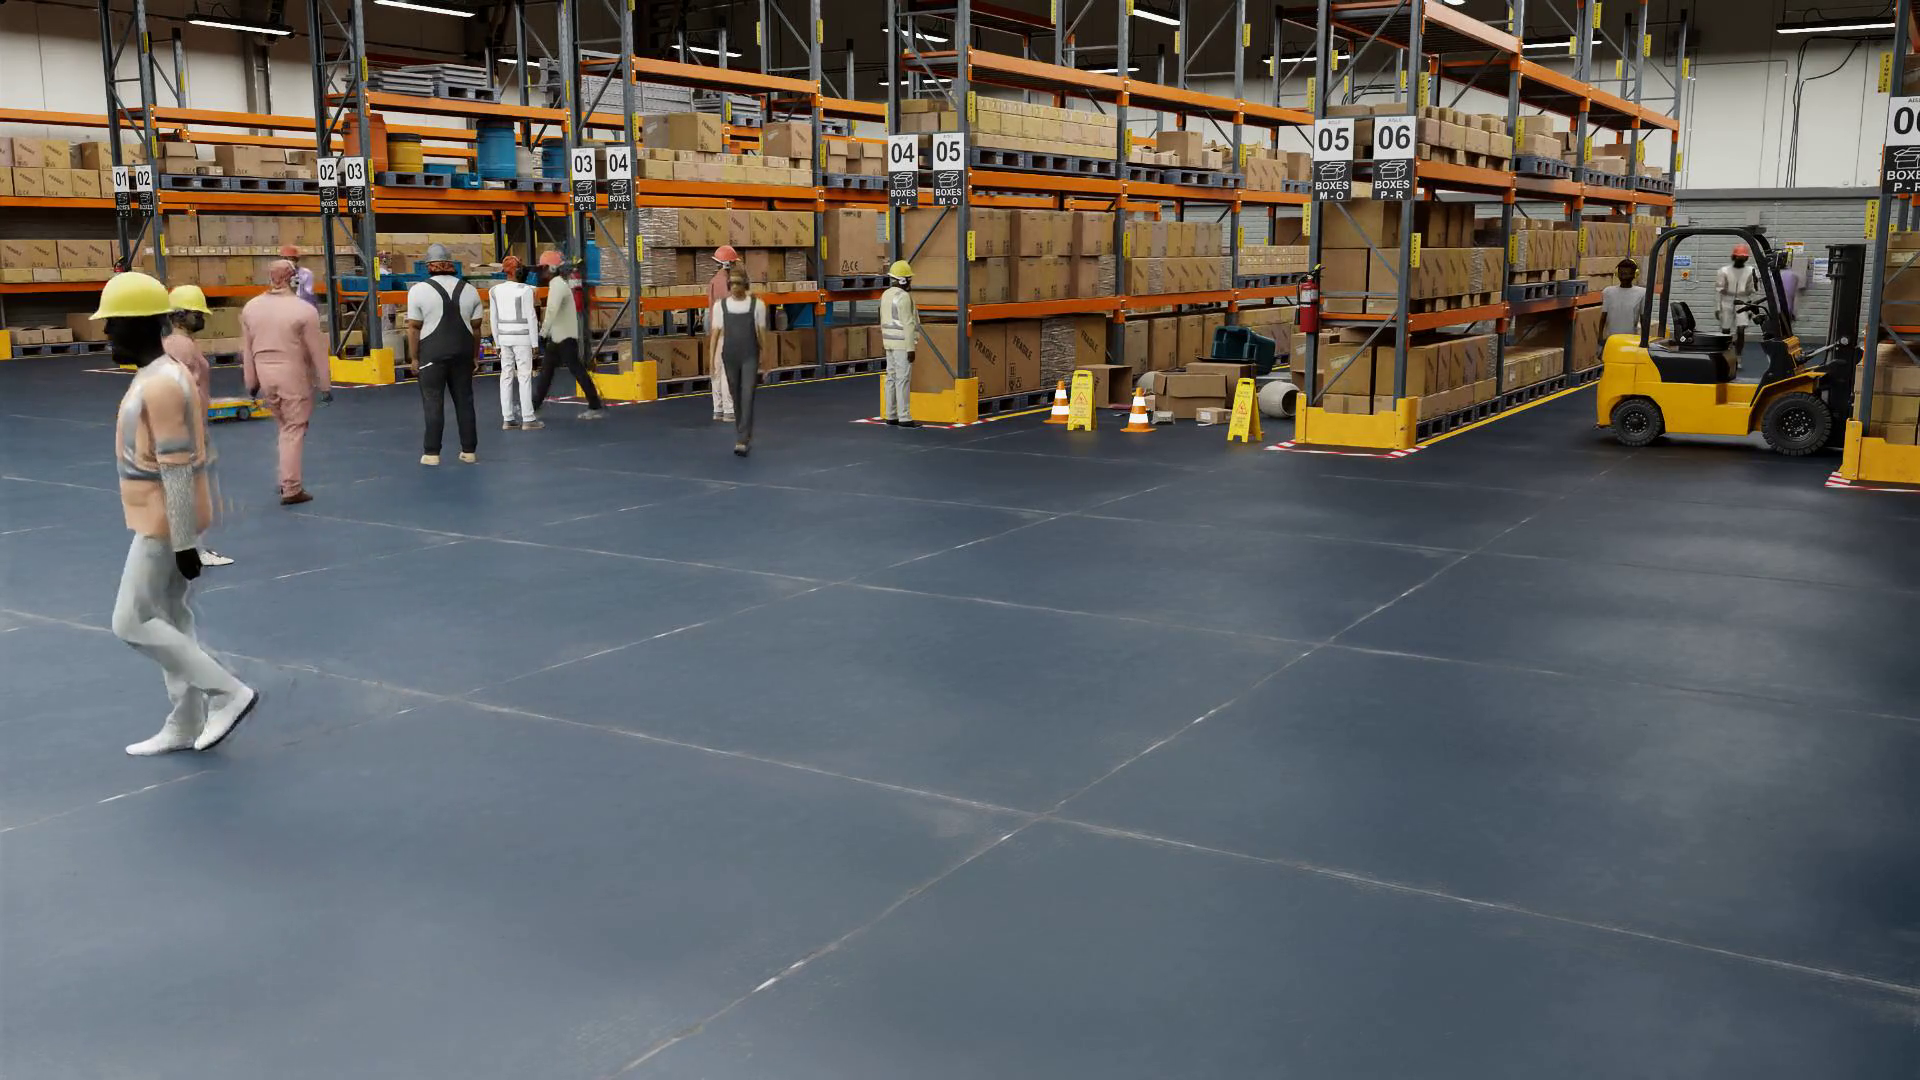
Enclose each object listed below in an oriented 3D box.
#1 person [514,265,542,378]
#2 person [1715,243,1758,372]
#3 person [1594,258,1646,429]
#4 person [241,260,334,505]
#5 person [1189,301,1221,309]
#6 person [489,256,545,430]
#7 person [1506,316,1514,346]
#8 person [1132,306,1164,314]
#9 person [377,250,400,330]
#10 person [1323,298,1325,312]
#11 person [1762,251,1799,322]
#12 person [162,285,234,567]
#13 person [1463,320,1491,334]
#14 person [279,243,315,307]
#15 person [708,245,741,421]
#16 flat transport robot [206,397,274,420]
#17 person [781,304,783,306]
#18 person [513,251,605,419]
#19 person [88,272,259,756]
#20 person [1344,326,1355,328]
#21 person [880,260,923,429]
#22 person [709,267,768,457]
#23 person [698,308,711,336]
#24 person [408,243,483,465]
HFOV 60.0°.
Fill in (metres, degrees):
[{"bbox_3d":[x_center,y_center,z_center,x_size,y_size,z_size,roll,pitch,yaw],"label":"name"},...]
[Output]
[{"bbox_3d":[-6.544,-3.268,24.955,0.541,1.695,0.315,-1,10,-7],"label":"person"},{"bbox_3d":[12.238,-3.659,26.271,0.611,2.007,0.936,4,11,21],"label":"person"},{"bbox_3d":[7.197,-2.128,18.110,0.508,1.865,0.329,4,11,22],"label":"person"},{"bbox_3d":[-5.201,-1.236,13.025,0.680,1.886,0.613,3,11,16],"label":"person"},{"bbox_3d":[4.339,-4.202,29.660,0.602,1.890,0.876,8,13,38],"label":"person"},{"bbox_3d":[-4.830,-2.138,18.110,0.575,1.882,0.355,4,11,20],"label":"person"},{"bbox_3d":[10.580,-4.614,32.149,0.649,1.836,1.117,0,10,-2],"label":"person"},{"bbox_3d":[3.074,-3.731,26.936,0.560,1.919,0.697,7,12,32],"label":"person"},{"bbox_3d":[-9.150,-3.666,26.603,0.410,1.908,0.643,-6,12,-32],"label":"person"},{"bbox_3d":[7.694,-5.173,35.100,0.965,1.900,0.557,6,12,30],"label":"person"},{"bbox_3d":[13.426,-3.775,27.228,0.585,1.909,0.597,1,10,4],"label":"person"},{"bbox_3d":[-4.834,-0.714,10.476,0.328,1.762,0.523,-8,13,-37],"label":"person"},{"bbox_3d":[9.948,-4.476,32.003,0.815,1.589,0.540,-4,11,-23],"label":"person"},{"bbox_3d":[-9.870,-3.380,24.691,0.603,2.026,0.450,0,10,-1],"label":"person"},{"bbox_3d":[-2.665,-2.350,18.983,0.375,1.995,0.611,-6,12,-29],"label":"person"},{"bbox_3d":[-8.615,-1.470,18.881,0.652,0.197,1.431,6,12,32],"label":"flat transport robot"},{"bbox_3d":[-4.786,-6.539,43.468,0.526,1.619,0.385,-3,10,-15],"label":"person"},{"bbox_3d":[-4.602,-2.328,19.038,1.058,1.933,0.613,-3,11,-19],"label":"person"},{"bbox_3d":[-3.121,-0.079,6.497,0.438,1.912,0.593,-4,11,-21],"label":"person"},{"bbox_3d":[5.511,-2.996,22.767,0.547,1.934,0.375,7,12,34],"label":"person"},{"bbox_3d":[-0.643,-2.126,18.180,0.403,1.834,0.588,-6,12,-30],"label":"person"},{"bbox_3d":[-2.123,-1.706,15.950,0.533,1.792,0.989,0,10,2],"label":"person"},{"bbox_3d":[-3.687,-3.438,25.276,0.623,1.932,0.369,0,10,3],"label":"person"},{"bbox_3d":[-4.765,-1.719,15.317,0.681,2.000,0.535,-9,13,-40],"label":"person"}]
